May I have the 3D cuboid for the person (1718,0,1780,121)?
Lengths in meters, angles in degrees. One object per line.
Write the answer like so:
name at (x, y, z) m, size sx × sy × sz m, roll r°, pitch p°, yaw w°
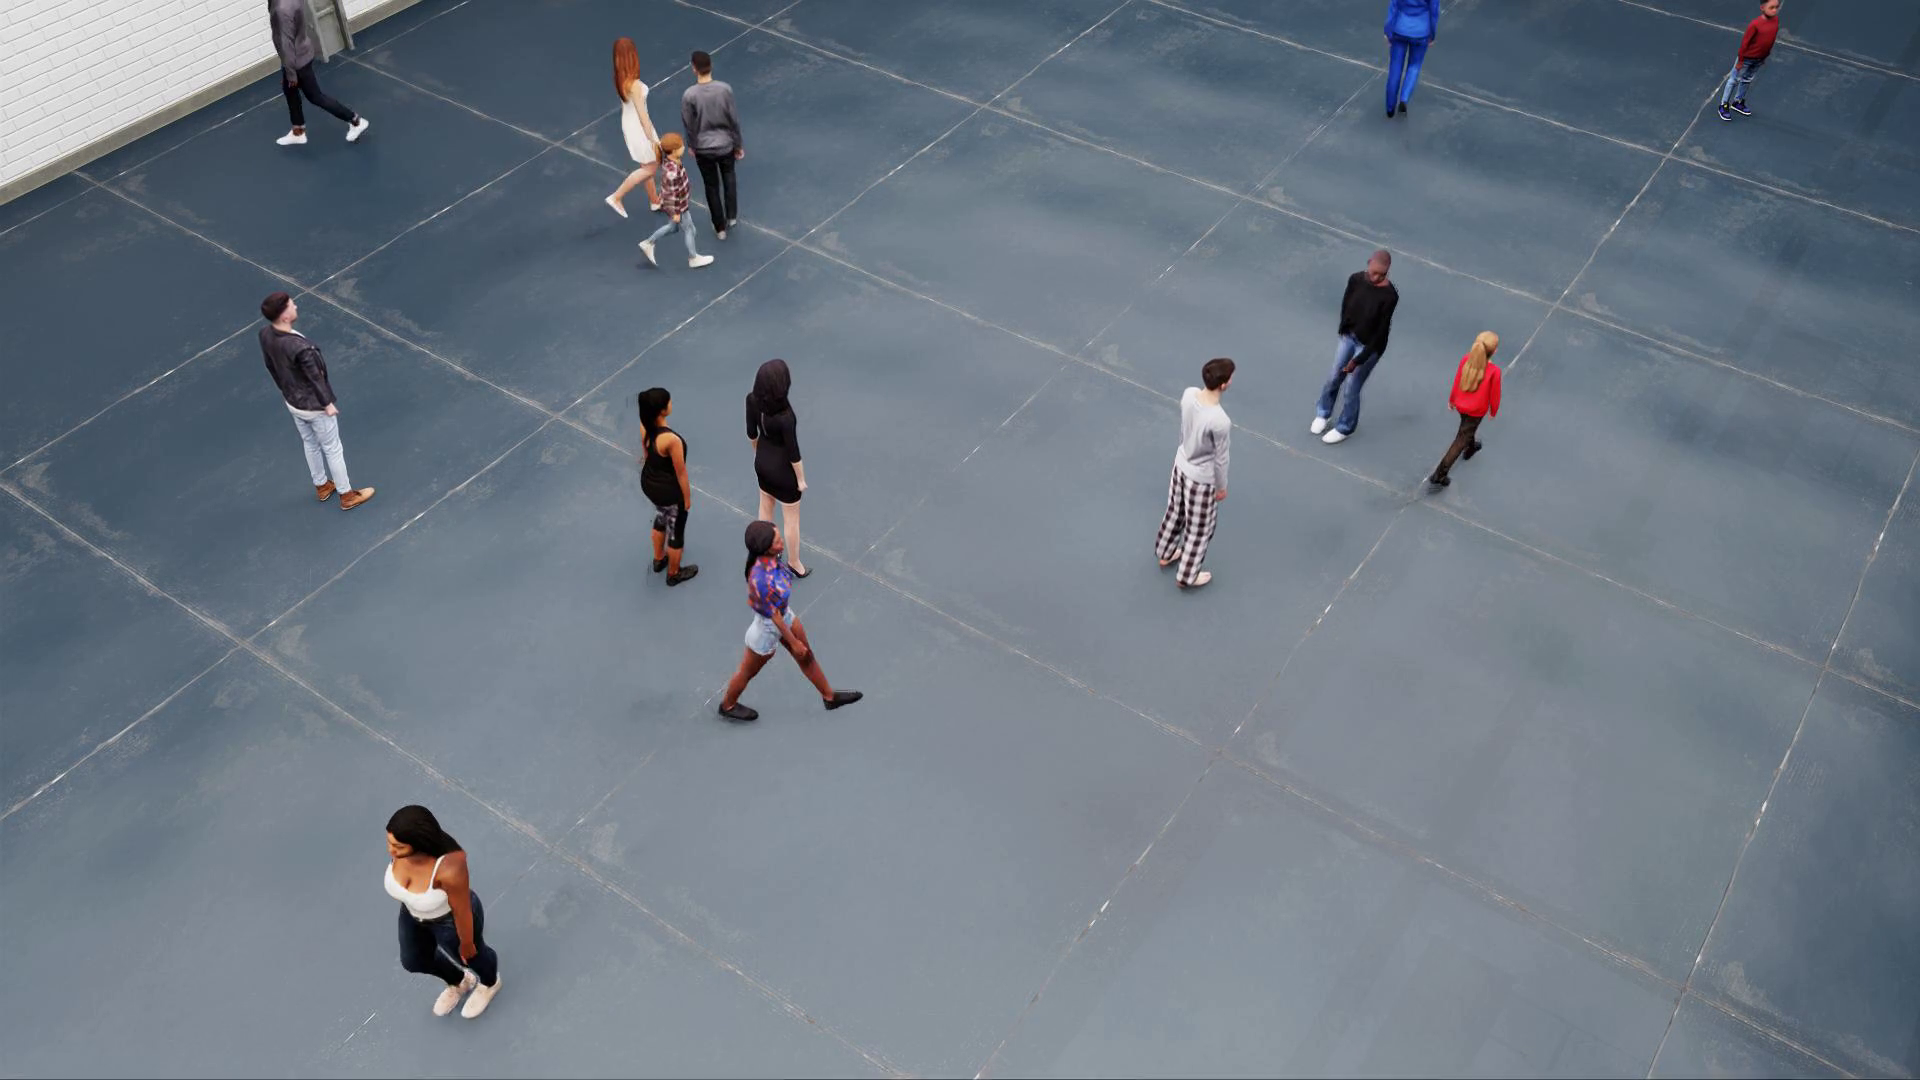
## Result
person at (7.730, -4.742, 16.226) m, size 0.558 × 1.255 × 0.643 m, roll -15°, pitch 46°, yaw -15°

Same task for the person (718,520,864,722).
person at (-1.265, 0.564, 10.343) m, size 1.064 × 1.688 × 1.174 m, roll 3°, pitch 44°, yaw 3°

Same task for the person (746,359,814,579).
person at (-1.250, -0.474, 11.350) m, size 0.625 × 1.802 × 0.530 m, roll 31°, pitch 52°, yaw 29°

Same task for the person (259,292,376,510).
person at (-4.650, -0.990, 11.867) m, size 0.662 × 1.836 × 0.547 m, roll 22°, pitch 48°, yaw 21°

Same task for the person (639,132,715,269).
person at (-2.515, -2.891, 14.262) m, size 0.937 × 1.285 × 0.867 m, roll -6°, pitch 44°, yaw -7°

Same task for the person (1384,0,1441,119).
person at (4.316, -4.808, 15.978) m, size 0.739 × 1.693 × 0.747 m, roll 10°, pitch 44°, yaw 10°

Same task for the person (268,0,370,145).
person at (-6.121, -4.520, 15.607) m, size 1.253 × 1.788 × 1.151 m, roll -11°, pitch 45°, yaw -11°

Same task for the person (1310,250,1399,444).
person at (3.042, -1.457, 12.444) m, size 0.770 × 1.716 × 0.730 m, roll -25°, pitch 49°, yaw -24°

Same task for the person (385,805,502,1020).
person at (-2.681, 1.922, 8.841) m, size 0.675 × 1.795 × 0.644 m, roll 23°, pitch 48°, yaw 22°

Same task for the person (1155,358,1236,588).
person at (1.608, -0.455, 11.303) m, size 0.749 × 1.840 × 0.732 m, roll -20°, pitch 47°, yaw -20°

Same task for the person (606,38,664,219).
person at (-2.916, -3.597, 14.704) m, size 1.001 × 1.698 × 0.815 m, roll -21°, pitch 47°, yaw -20°

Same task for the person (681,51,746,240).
person at (-2.128, -3.376, 14.439) m, size 0.775 × 1.743 × 0.847 m, roll -11°, pitch 45°, yaw -11°

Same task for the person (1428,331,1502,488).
person at (3.725, -0.944, 12.243) m, size 0.984 × 1.252 × 0.643 m, roll -31°, pitch 52°, yaw -28°

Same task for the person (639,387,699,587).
person at (-2.030, -0.366, 11.341) m, size 0.605 × 1.658 × 0.568 m, roll 33°, pitch 52°, yaw 29°
